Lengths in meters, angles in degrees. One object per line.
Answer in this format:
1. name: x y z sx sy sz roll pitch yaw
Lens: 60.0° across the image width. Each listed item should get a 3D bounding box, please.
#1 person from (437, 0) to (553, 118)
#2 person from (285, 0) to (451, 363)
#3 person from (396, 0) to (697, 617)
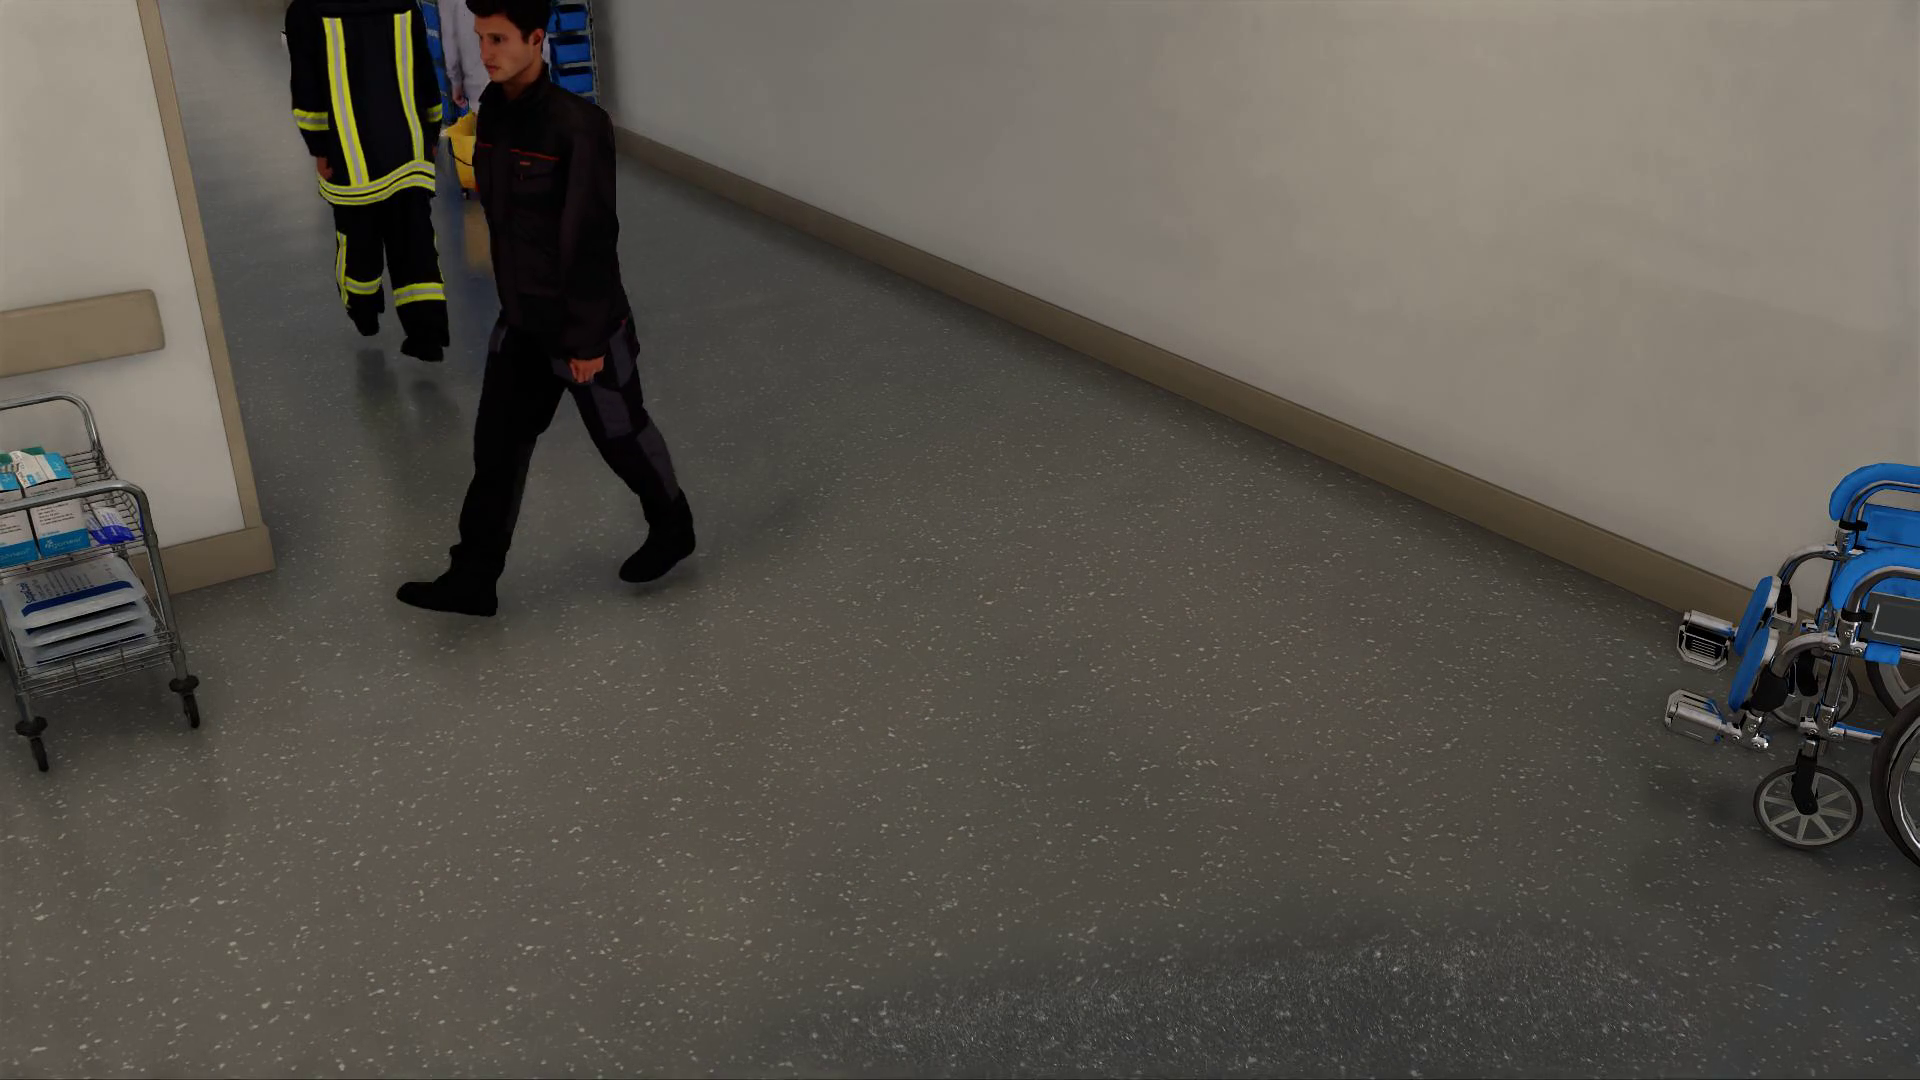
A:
1. person: -2.326 -2.307 8.428 1.162 1.817 1.113 -1 26 -3
2. person: -2.420 -1.638 6.981 1.154 1.869 0.857 -18 31 -32
3. person: -1.104 -0.685 4.986 0.957 1.885 1.313 20 32 36
